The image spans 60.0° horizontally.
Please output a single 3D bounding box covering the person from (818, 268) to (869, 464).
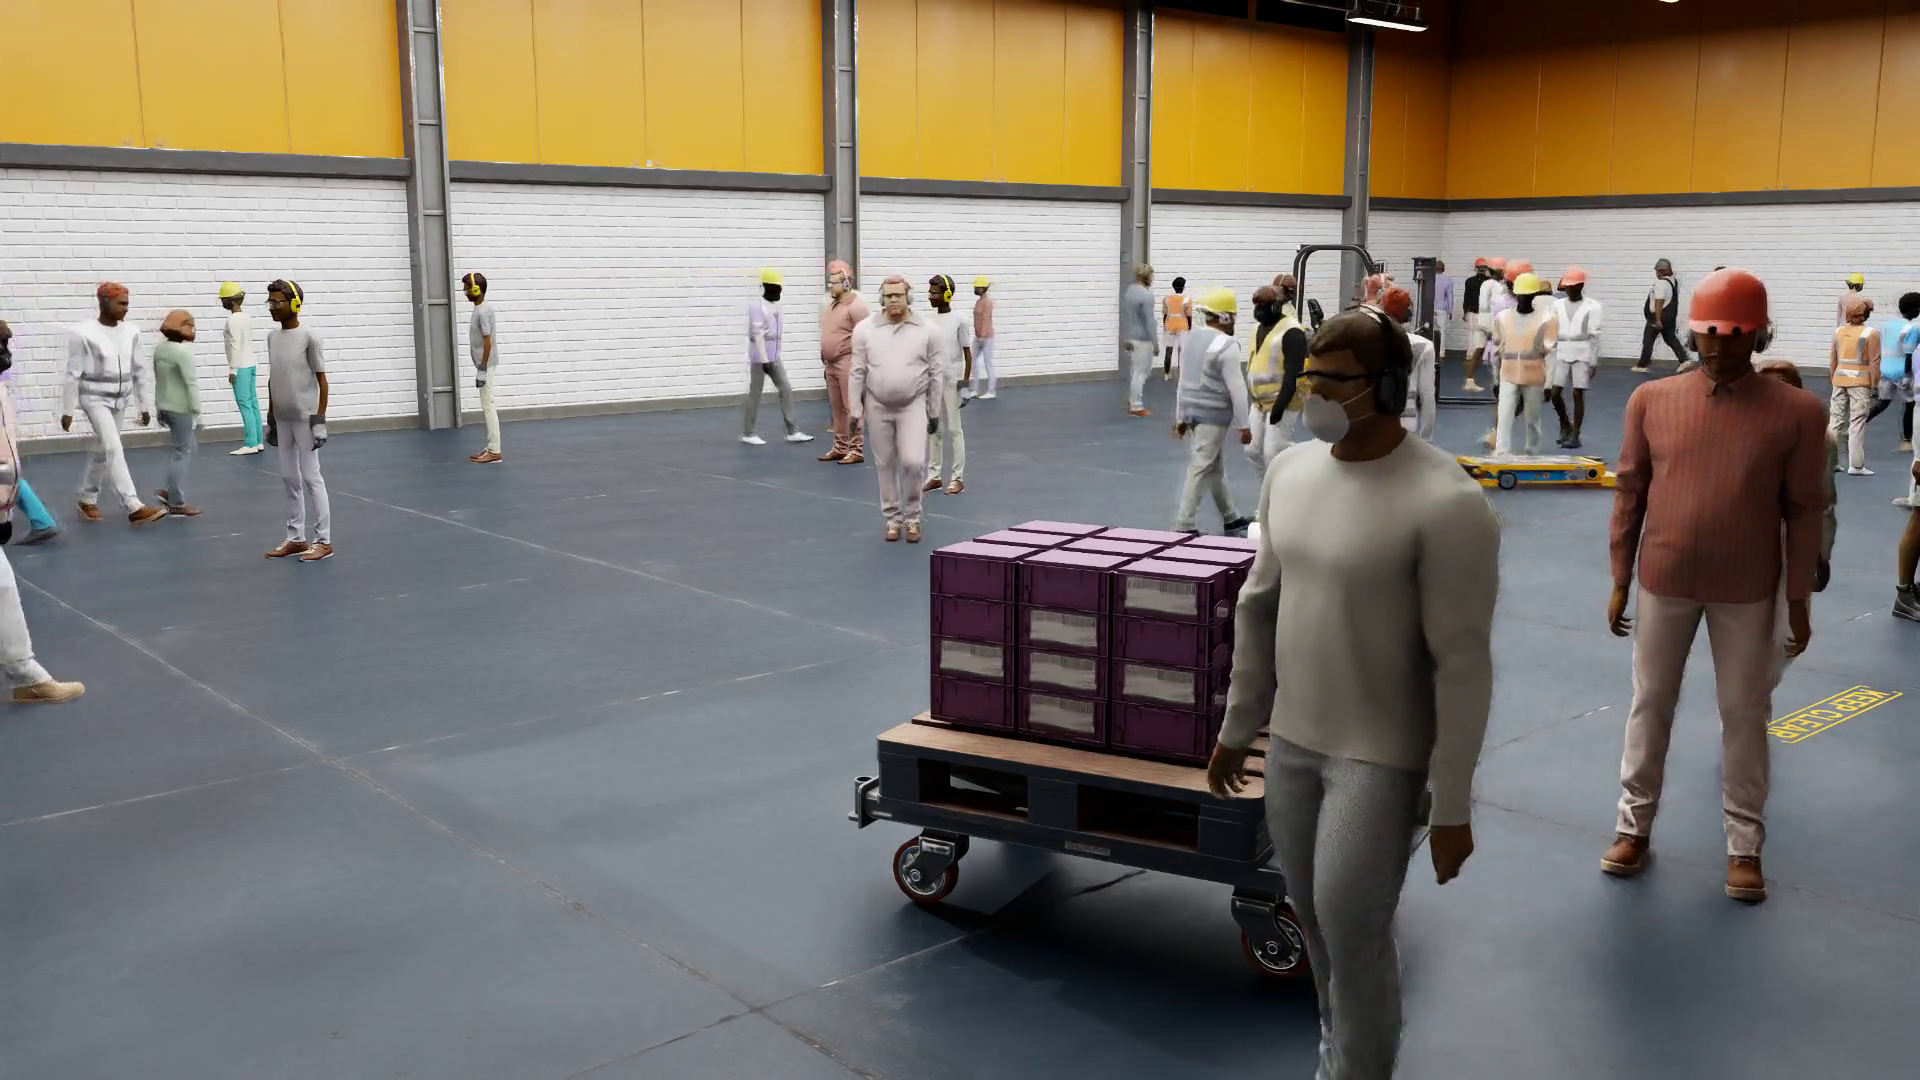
[{"bbox_3d":[-1.157,-1.695,16.257,0.408,1.905,0.653,-7,12,-34],"label":"person"}]

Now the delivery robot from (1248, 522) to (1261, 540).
[{"bbox_3d":[1.973,0.041,9.770,0.477,0.478,0.707,-3,10,-15],"label":"delivery robot"}]

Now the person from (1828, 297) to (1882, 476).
[{"bbox_3d":[8.270,-1.416,15.398,0.308,1.642,0.514,-4,11,-23],"label":"person"}]

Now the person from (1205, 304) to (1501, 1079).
[{"bbox_3d":[0.826,0.460,3.598,0.471,1.937,0.642,-5,11,-28],"label":"person"}]

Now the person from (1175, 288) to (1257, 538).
[{"bbox_3d":[1.862,-0.876,11.786,0.873,1.789,0.617,-4,11,-24],"label":"person"}]

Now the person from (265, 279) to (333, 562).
[{"bbox_3d":[-4.429,-0.790,11.066,0.531,1.870,0.316,5,11,26],"label":"person"}]

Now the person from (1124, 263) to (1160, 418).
[{"bbox_3d":[2.302,-2.479,20.787,0.484,1.925,0.664,-3,10,-18],"label":"person"}]

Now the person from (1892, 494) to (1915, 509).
[{"bbox_3d":[7.749,-1.102,13.038,0.802,1.814,0.551,-1,10,-6],"label":"person"}]

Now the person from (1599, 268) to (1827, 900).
[{"bbox_3d":[2.383,0.144,5.296,0.631,1.983,0.421,6,11,30],"label":"person"}]

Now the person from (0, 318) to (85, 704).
[{"bbox_3d":[-4.525,-0.124,7.454,0.912,1.787,0.660,-2,10,-10],"label":"person"}]

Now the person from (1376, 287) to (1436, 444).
[{"bbox_3d":[2.769,-0.717,10.792,0.591,1.823,1.035,4,10,22],"label":"person"}]

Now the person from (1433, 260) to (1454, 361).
[{"bbox_3d":[9.170,-4.405,32.025,0.635,1.937,0.352,5,11,26],"label":"person"}]

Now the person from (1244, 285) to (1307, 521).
[{"bbox_3d":[2.402,-1.020,12.653,0.462,1.821,0.651,-4,11,-23],"label":"person"}]

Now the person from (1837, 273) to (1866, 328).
[{"bbox_3d":[13.489,-3.150,25.181,0.318,1.769,0.522,-2,10,-10],"label":"person"}]

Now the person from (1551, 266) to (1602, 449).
[{"bbox_3d":[6.429,-1.912,17.473,0.563,1.916,0.414,8,13,41],"label":"person"}]

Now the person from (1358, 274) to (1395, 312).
[{"bbox_3d":[3.381,-1.166,13.253,0.865,1.872,0.661,1,10,5],"label":"person"}]

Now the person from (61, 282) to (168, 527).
[{"bbox_3d":[-6.435,-1.014,12.504,1.012,1.831,0.625,4,10,22],"label":"person"}]

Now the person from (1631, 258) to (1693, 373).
[{"bbox_3d":[12.231,-3.904,28.799,0.682,2.000,0.975,-7,12,-36],"label":"person"}]

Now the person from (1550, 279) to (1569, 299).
[{"bbox_3d":[10.940,-3.940,30.196,0.504,1.632,0.270,2,10,12],"label":"person"}]

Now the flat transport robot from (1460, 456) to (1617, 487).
[{"bbox_3d":[5.054,-0.615,14.714,1.431,0.197,0.652,0,10,-2],"label":"flat transport robot"}]

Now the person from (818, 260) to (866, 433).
[{"bbox_3d":[-1.341,-2.236,19.195,0.619,1.982,0.626,3,10,17],"label":"person"}]

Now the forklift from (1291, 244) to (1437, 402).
[{"bbox_3d":[5.256,-2.933,22.661,2.313,2.155,1.214,3,10,16],"label":"forklift"}]

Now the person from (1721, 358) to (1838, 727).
[{"bbox_3d":[3.251,0.067,6.770,0.526,1.625,0.549,3,10,16],"label":"person"}]

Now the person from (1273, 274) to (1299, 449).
[{"bbox_3d":[3.350,-1.849,17.365,0.429,1.840,0.624,6,11,30],"label":"person"}]

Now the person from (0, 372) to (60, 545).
[{"bbox_3d":[-6.828,-0.838,11.577,0.983,1.796,0.570,-3,10,-16],"label":"person"}]

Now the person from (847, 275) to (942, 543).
[{"bbox_3d":[-0.467,-0.908,11.699,0.661,1.884,0.589,1,10,4],"label":"person"}]

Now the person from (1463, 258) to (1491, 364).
[{"bbox_3d":[9.738,-4.288,31.211,0.617,1.990,0.402,-1,10,-3],"label":"person"}]

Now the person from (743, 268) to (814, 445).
[{"bbox_3d":[-1.975,-1.942,17.759,0.884,1.891,0.613,5,11,26],"label":"person"}]

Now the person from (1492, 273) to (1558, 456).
[{"bbox_3d":[5.091,-1.469,15.060,0.595,1.865,1.018,6,11,30],"label":"person"}]

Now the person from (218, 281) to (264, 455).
[{"bbox_3d":[-7.365,-1.748,16.983,0.327,1.765,0.531,-1,10,-6],"label":"person"}]

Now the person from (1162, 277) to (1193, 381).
[{"bbox_3d":[3.507,-3.397,26.857,0.530,1.689,0.321,5,11,27],"label":"person"}]

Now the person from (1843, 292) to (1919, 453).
[{"bbox_3d":[9.566,-1.717,17.084,0.802,1.663,0.559,0,10,-2],"label":"person"}]

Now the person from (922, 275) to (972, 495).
[{"bbox_3d":[-0.133,-1.316,14.165,0.520,1.865,0.335,7,12,37],"label":"person"}]

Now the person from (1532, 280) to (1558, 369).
[{"bbox_3d":[9.644,-3.478,27.526,0.497,1.627,0.287,4,10,21],"label":"person"}]

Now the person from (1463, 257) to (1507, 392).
[{"bbox_3d":[7.985,-3.180,24.693,1.030,1.993,0.617,-2,10,-10],"label":"person"}]

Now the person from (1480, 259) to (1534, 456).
[{"bbox_3d":[5.363,-1.718,16.131,0.472,1.994,0.652,7,12,36],"label":"person"}]

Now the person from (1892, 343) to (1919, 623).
[{"bbox_3d":[5.477,-0.504,9.198,0.551,1.933,0.364,-6,11,-31],"label":"person"}]

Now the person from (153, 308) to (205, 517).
[{"bbox_3d":[-6.045,-0.982,12.896,0.541,1.615,0.370,7,12,37],"label":"person"}]

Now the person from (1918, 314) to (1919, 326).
[{"bbox_3d":[10.427,-1.912,17.743,0.404,1.829,0.600,1,10,7],"label":"person"}]

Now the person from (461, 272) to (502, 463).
[{"bbox_3d":[-4.690,-1.683,16.312,0.328,1.865,0.521,-3,10,-15],"label":"person"}]

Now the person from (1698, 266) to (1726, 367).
[{"bbox_3d":[10.247,-2.767,22.585,0.598,1.889,0.839,4,10,21],"label":"person"}]

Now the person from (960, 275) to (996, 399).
[{"bbox_3d":[0.265,-2.860,23.540,0.490,1.760,0.532,-4,11,-24],"label":"person"}]
